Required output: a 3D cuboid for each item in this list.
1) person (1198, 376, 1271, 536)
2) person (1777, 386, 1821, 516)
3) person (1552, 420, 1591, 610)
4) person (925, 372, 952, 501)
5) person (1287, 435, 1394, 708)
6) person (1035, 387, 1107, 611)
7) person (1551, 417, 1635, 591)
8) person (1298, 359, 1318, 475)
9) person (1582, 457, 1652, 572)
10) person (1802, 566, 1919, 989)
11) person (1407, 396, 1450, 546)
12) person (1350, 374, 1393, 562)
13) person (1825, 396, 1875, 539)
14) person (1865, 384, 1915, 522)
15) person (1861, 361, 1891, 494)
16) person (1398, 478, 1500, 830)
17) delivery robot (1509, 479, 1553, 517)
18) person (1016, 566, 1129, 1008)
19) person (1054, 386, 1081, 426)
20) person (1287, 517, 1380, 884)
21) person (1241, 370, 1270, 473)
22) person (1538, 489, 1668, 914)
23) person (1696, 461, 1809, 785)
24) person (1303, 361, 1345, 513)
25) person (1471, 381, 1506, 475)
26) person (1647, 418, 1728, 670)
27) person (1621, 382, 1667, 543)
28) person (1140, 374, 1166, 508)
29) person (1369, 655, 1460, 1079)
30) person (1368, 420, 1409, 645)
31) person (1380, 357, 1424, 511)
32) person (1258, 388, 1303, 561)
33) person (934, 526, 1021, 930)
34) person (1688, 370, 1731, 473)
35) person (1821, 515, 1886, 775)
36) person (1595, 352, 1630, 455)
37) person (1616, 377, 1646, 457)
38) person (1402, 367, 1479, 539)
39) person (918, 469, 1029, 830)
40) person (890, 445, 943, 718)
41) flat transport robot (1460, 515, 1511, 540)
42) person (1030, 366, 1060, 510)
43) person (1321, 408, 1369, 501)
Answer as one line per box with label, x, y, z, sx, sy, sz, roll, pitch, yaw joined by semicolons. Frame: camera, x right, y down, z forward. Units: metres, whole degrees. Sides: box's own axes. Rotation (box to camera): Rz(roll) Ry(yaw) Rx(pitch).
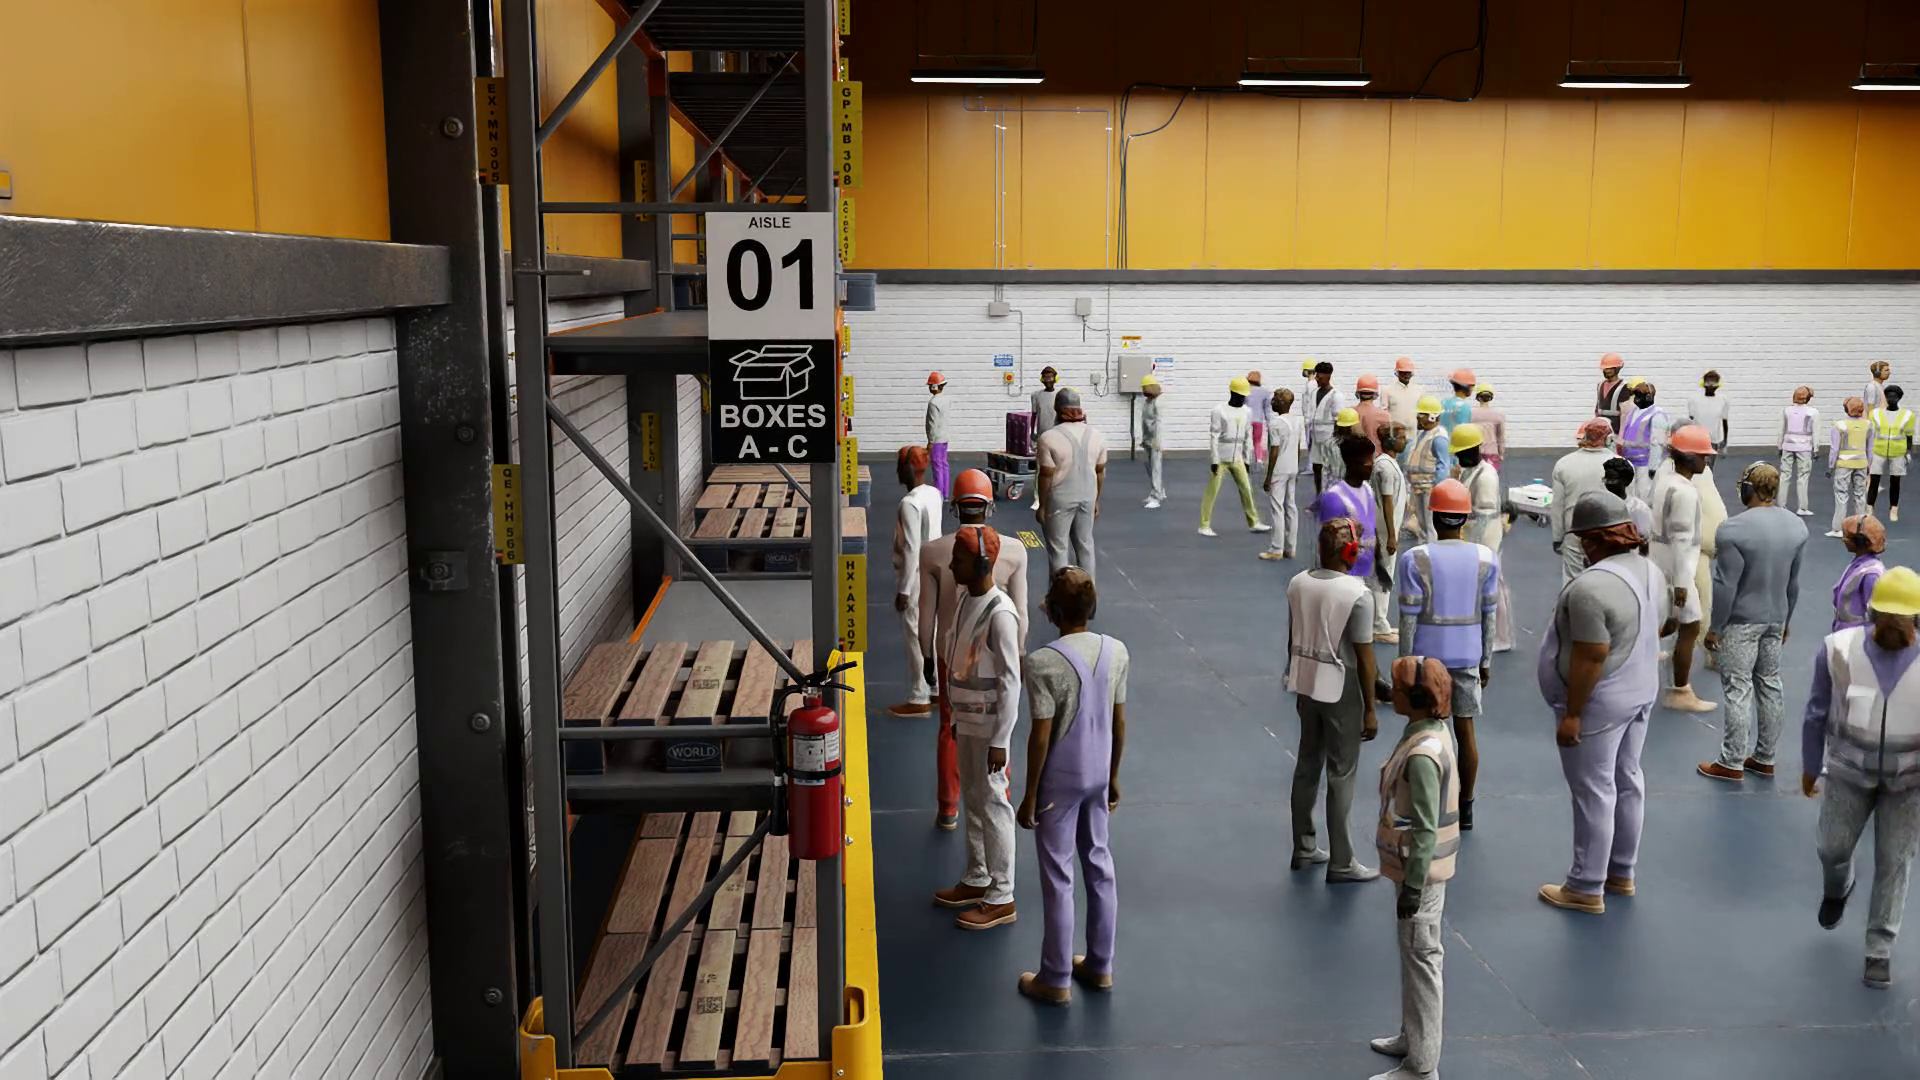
person;3.206;-0.978;19.391;0.744;1.885;0.523;-5;10;-30
person;10.597;-1.124;21.030;0.311;1.639;0.521;-7;11;-36
person;5.559;-0.189;14.786;0.320;1.755;0.569;-3;9;-16
person;-0.312;-1.360;22.151;0.328;1.752;0.563;3;10;19
person;2.782;0.198;11.880;1.000;1.922;0.624;6;11;33
person;0.947;-0.367;15.018;0.688;2.000;0.536;-5;10;-29
person;5.073;-0.029;13.323;0.643;1.909;0.400;7;11;37
person;5.298;-1.863;25.279;0.316;1.769;0.525;2;9;13
person;4.861;0.226;12.373;0.317;1.695;0.540;-6;11;-34
person;4.000;0.988;7.227;0.621;1.814;0.616;5;10;30
person;4.691;-0.528;16.682;0.404;1.834;0.591;0;9;-3
person;4.287;-0.759;17.613;0.622;1.996;0.369;5;11;31
person;10.260;-0.830;19.174;0.514;1.642;0.311;0;9;-2
person;11.442;-1.070;20.509;0.540;1.695;0.317;5;10;30
person;12.760;-1.571;23.194;0.344;1.847;0.506;7;11;37
person;2.638;0.631;9.077;0.543;1.939;0.355;0;9;-3
delivery robot;7.009;-0.499;20.210;0.477;0.478;0.707;-3;10;-21
person;0.463;1.018;6.934;0.514;1.844;0.333;-6;11;-34
person;1.260;-0.933;19.507;0.319;1.742;0.492;-3;9;-17
person;1.854;0.798;8.335;0.389;1.840;0.567;-6;11;-31
person;4.417;-1.760;25.092;0.563;1.607;0.488;0;9;-1
person;3.043;0.752;7.997;0.683;2.000;0.536;-8;12;-40
person;4.723;0.494;9.938;0.631;1.939;0.370;-3;10;-20
person;4.617;-1.288;21.094;0.387;1.957;0.604;-4;10;-25
person;6.271;-1.019;19.983;0.533;1.765;0.329;0;9;0
person;5.614;-0.014;12.801;0.934;2.000;0.672;6;11;31
person;7.736;-0.875;18.883;0.431;1.836;0.618;-1;9;-5
person;2.568;-1.304;21.850;0.447;1.742;0.676;-2;9;-13
person;1.703;1.235;6.218;0.307;1.639;0.525;3;9;16
person;3.540;-0.067;13.752;0.345;1.847;0.508;1;9;7
person;5.683;-1.361;21.402;0.622;1.992;0.394;-2;9;-12
person;3.419;-0.695;17.690;0.514;1.846;0.336;-8;12;-41
person;0.093;0.865;7.777;0.342;1.882;0.587;-3;10;-19
person;9.468;-1.243;21.111;0.524;1.851;0.683;5;10;27
person;5.304;0.663;9.821;0.312;1.636;0.520;3;10;18
person;8.483;-1.430;21.742;0.408;2.033;0.607;-3;9;-16
person;8.494;-1.181;21.029;0.351;1.759;0.523;0;9;-2
person;5.575;-0.968;18.934;1.014;2.007;0.623;-1;9;-7
person;0.074;0.603;9.121;0.605;1.986;0.402;1;9;4
person;-0.290;0.281;11.442;0.337;1.882;0.583;3;10;19
flat transport robot;5.906;-0.147;19.179;0.652;0.197;1.431;5;10;26
person;1.156;-1.314;21.504;0.512;1.872;0.330;2;9;10
person;3.797;-0.435;16.402;0.483;1.736;0.311;3;10;19
